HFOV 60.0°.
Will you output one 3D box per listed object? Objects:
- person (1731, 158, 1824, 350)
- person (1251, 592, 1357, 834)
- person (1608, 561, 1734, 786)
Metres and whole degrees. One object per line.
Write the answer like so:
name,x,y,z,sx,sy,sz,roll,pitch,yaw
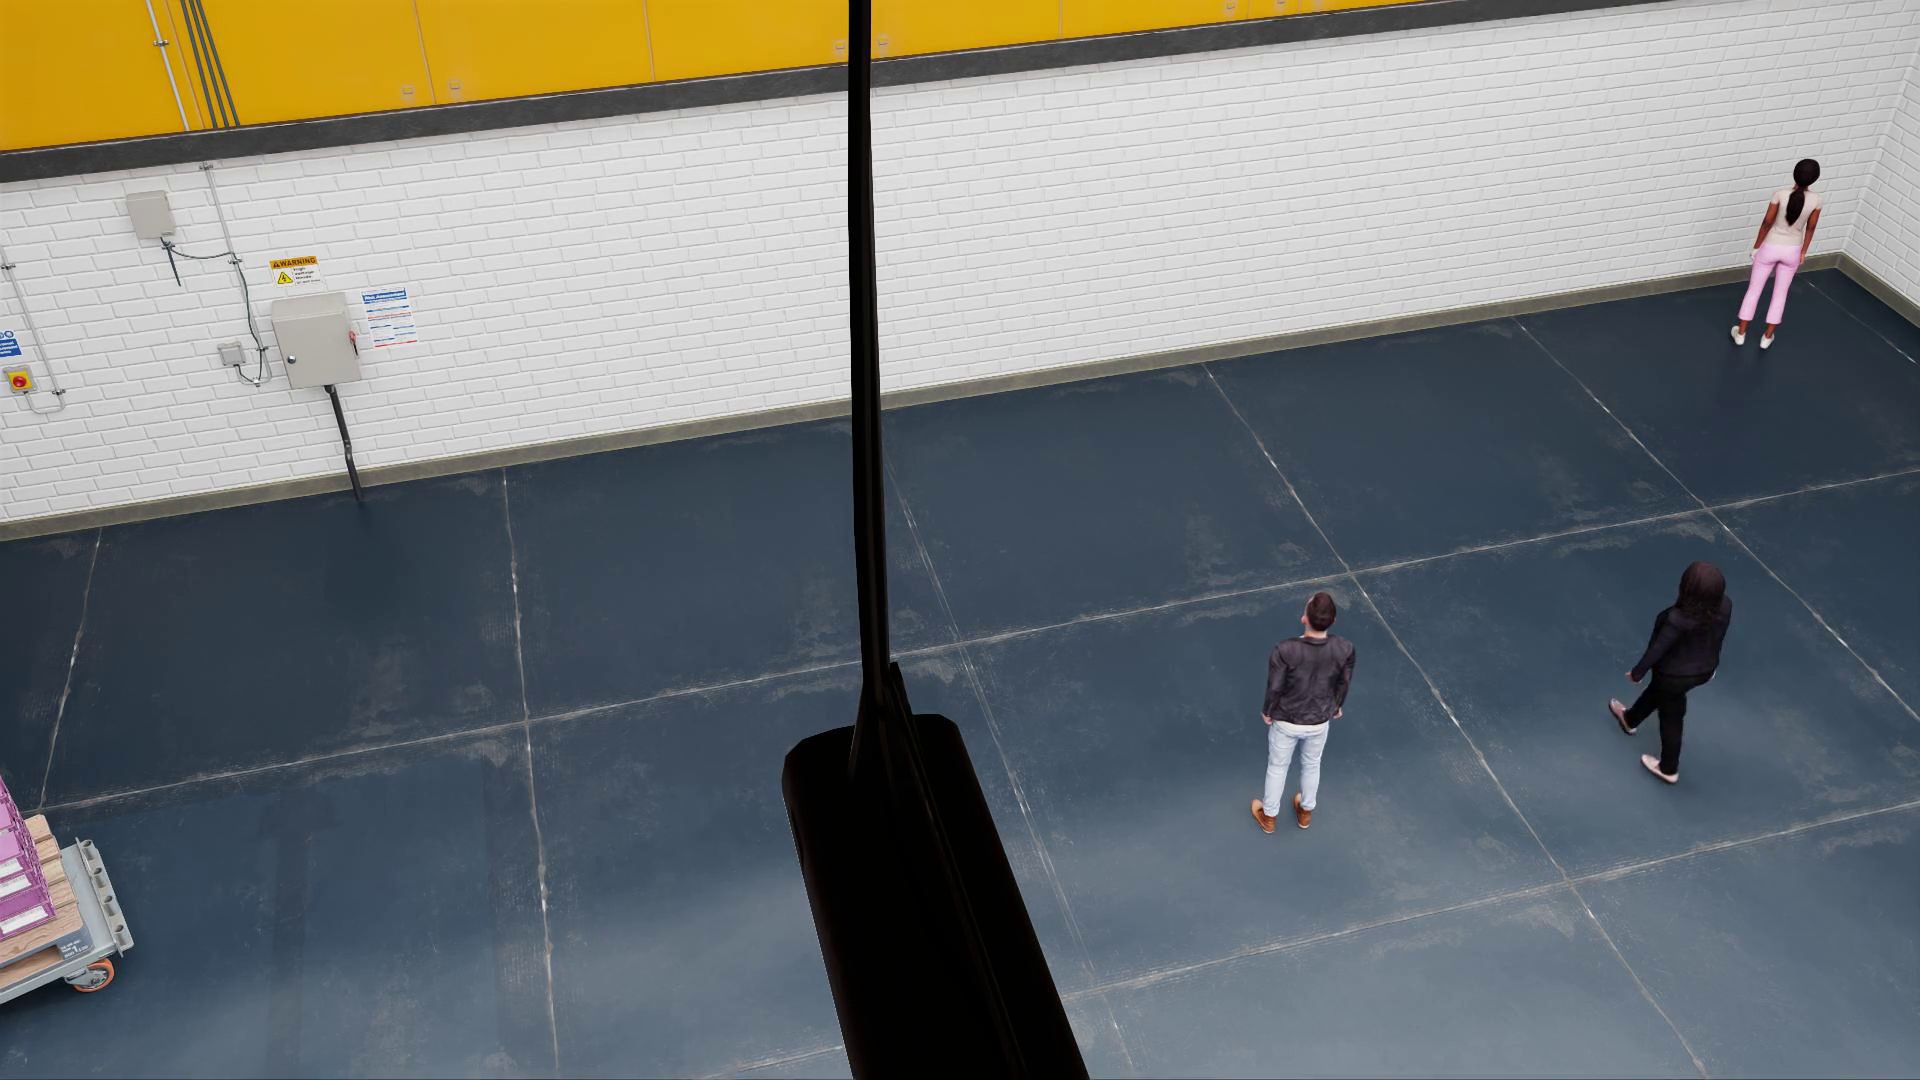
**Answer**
person,7.002,-2.456,14.218,0.664,1.741,0.681,11,40,14
person,2.012,1.030,9.776,0.681,1.837,0.590,-4,39,-6
person,4.484,0.858,10.192,0.807,1.587,1.005,-19,42,-22
